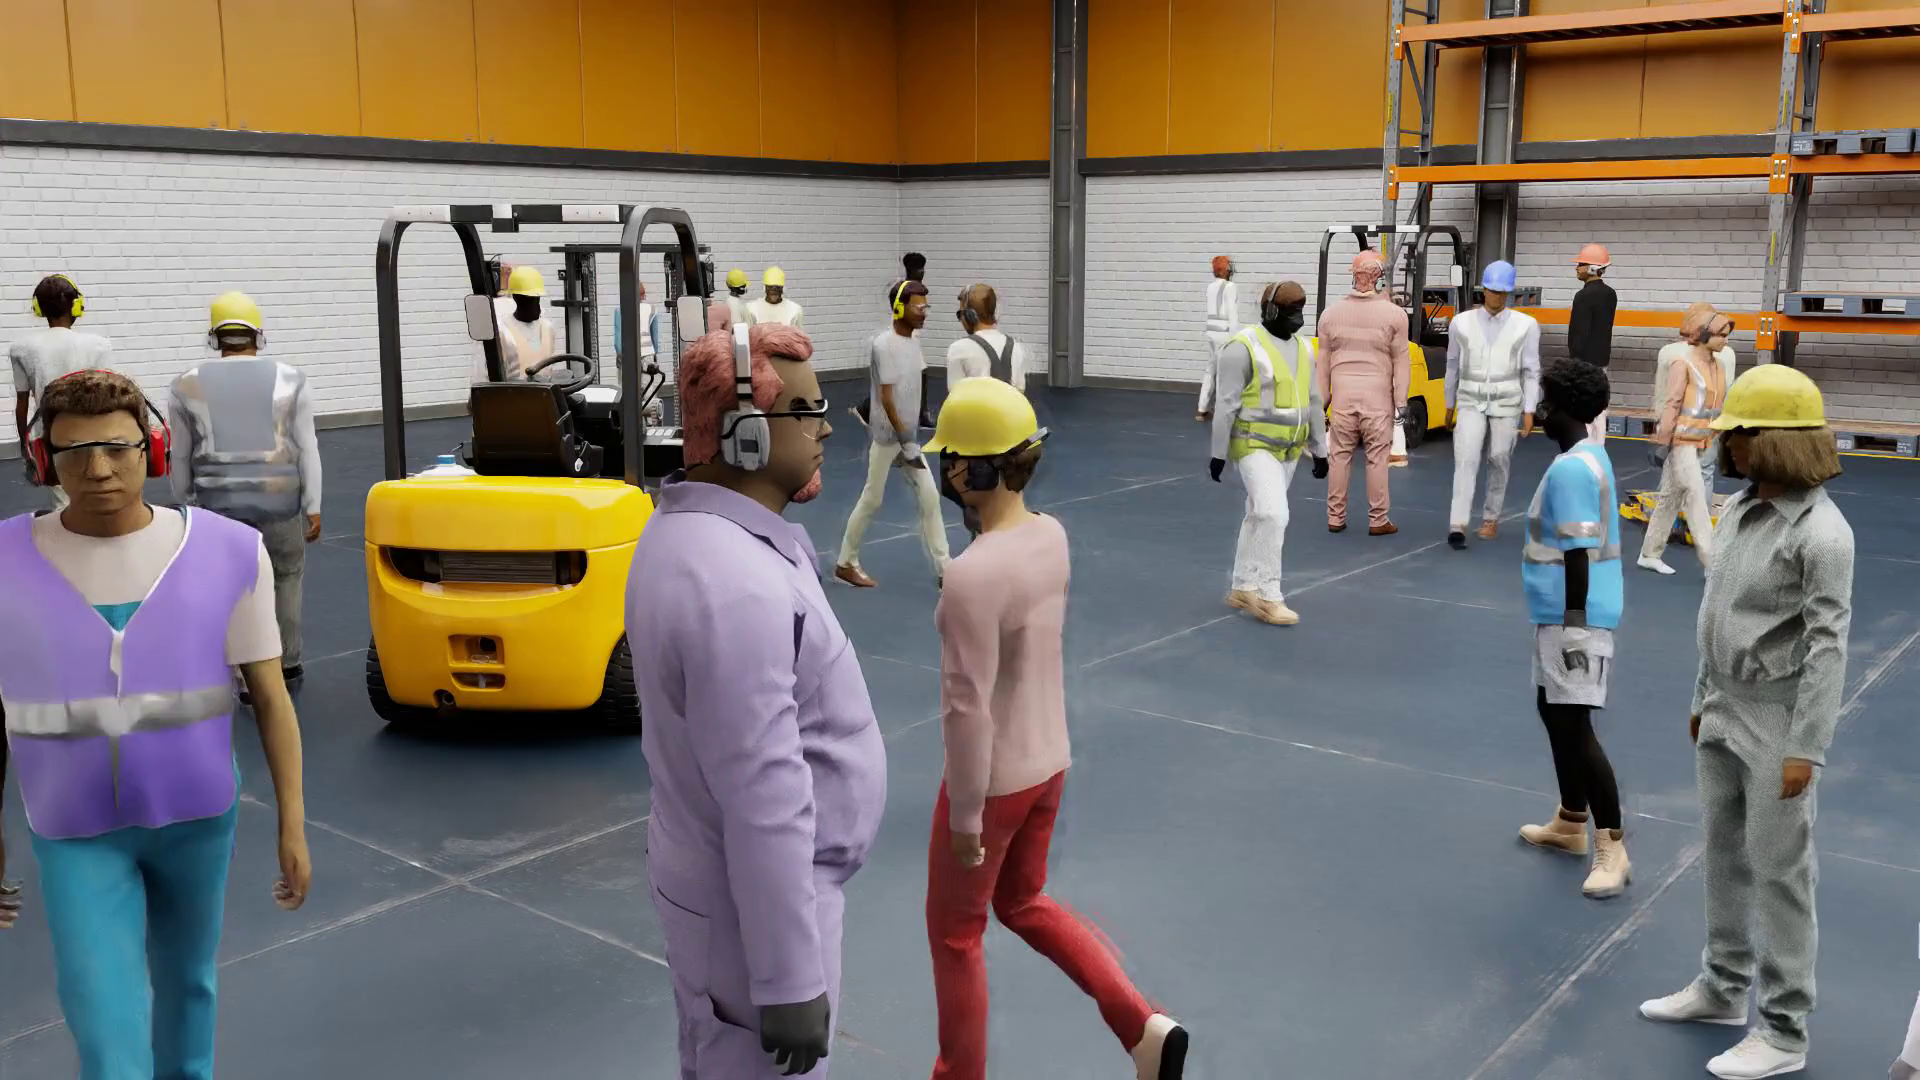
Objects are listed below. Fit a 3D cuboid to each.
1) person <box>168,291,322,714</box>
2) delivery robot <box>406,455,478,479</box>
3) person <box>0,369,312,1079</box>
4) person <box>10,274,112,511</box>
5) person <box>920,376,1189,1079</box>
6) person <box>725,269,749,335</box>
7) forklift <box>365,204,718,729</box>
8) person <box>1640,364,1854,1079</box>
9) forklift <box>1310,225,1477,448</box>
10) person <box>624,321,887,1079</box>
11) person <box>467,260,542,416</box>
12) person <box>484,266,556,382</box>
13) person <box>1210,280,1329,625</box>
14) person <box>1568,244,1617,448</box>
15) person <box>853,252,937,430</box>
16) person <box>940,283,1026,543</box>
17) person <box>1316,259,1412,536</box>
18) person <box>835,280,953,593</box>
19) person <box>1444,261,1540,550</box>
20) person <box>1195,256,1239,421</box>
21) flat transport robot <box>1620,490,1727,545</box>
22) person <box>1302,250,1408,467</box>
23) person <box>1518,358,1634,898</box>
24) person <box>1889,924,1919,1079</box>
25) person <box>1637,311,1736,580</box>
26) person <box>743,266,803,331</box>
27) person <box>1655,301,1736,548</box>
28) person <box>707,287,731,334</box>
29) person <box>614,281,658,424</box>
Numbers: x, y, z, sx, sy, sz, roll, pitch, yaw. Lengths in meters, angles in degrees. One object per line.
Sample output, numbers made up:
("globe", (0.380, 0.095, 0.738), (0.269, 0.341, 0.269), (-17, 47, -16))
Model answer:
("person", (-3.126, -0.180, 7.325), (0.616, 1.804, 0.738), (-4, 11, -19))
("delivery robot", (-3.523, -0.344, 11.466), (0.707, 0.478, 0.477), (-2, 10, -10))
("person", (-1.587, 0.567, 3.234), (0.588, 1.789, 0.958), (-6, 12, -29))
("person", (-4.693, -0.472, 8.822), (0.556, 1.855, 0.387), (-3, 11, -14))
("person", (0.146, 0.511, 3.673), (0.643, 1.746, 0.535), (6, 12, 28))
("person", (-2.511, -2.151, 18.538), (0.329, 1.718, 0.627), (-2, 10, -11))
("forklift", (-1.766, -0.406, 7.525), (1.214, 2.155, 2.313), (1, 10, 7))
("person", (1.934, 0.442, 4.075), (0.318, 1.741, 0.491), (-1, 10, -5))
("forklift", (4.449, -2.115, 16.993), (1.214, 2.155, 2.313), (8, 13, 38))
("person", (-0.321, 0.601, 2.743), (0.409, 1.909, 0.642), (-3, 11, -17))
("person", (-3.458, -1.129, 12.391), (0.827, 1.873, 0.680), (4, 11, 20))
("person", (-2.961, -0.883, 11.083), (0.914, 1.880, 0.622), (8, 13, 37))
("person", (1.703, -0.467, 8.879), (0.665, 1.814, 0.744), (-8, 13, -38))
("person", (5.440, -1.551, 14.411), (0.622, 1.996, 0.371), (-10, 14, -44))
("person", (-0.657, -2.126, 17.846), (0.916, 1.921, 0.656), (3, 11, 18))
("person", (0.197, -0.482, 9.044), (0.537, 1.814, 0.785), (-8, 13, -38))
("person", (2.800, -0.984, 11.522), (0.654, 1.906, 0.406), (6, 12, 30))
("person", (-0.337, -0.588, 9.599), (0.967, 1.809, 0.488), (6, 12, 32))
("person", (3.504, -0.883, 11.007), (0.616, 1.886, 1.005), (4, 11, 21))
("person", (2.879, -2.220, 18.522), (0.376, 1.857, 0.679), (-3, 11, -17))
("flat transport robot", (5.157, -0.155, 11.465), (0.652, 0.197, 1.431), (0, 10, 0))
("person", (3.651, -1.635, 15.041), (1.041, 1.933, 0.651), (9, 13, 40))
("person", (1.997, 0.259, 5.335), (0.395, 1.657, 0.687), (4, 11, 21))
("person", (1.021, 0.827, 1.489), (0.757, 1.908, 0.582), (2, 10, 11))
("person", (4.456, -0.548, 9.921), (0.528, 1.597, 0.819), (-8, 13, -39))
("person", (-1.786, -1.719, 15.914), (0.587, 1.802, 0.888), (-1, 10, -4))
("person", (4.854, -0.757, 11.013), (0.500, 1.636, 0.281), (8, 13, 38))
("person", (-2.381, -1.652, 15.622), (0.526, 1.765, 0.329), (-8, 13, -38))
("person", (-3.508, -1.980, 17.838), (0.545, 1.604, 0.790), (-7, 12, -34))
